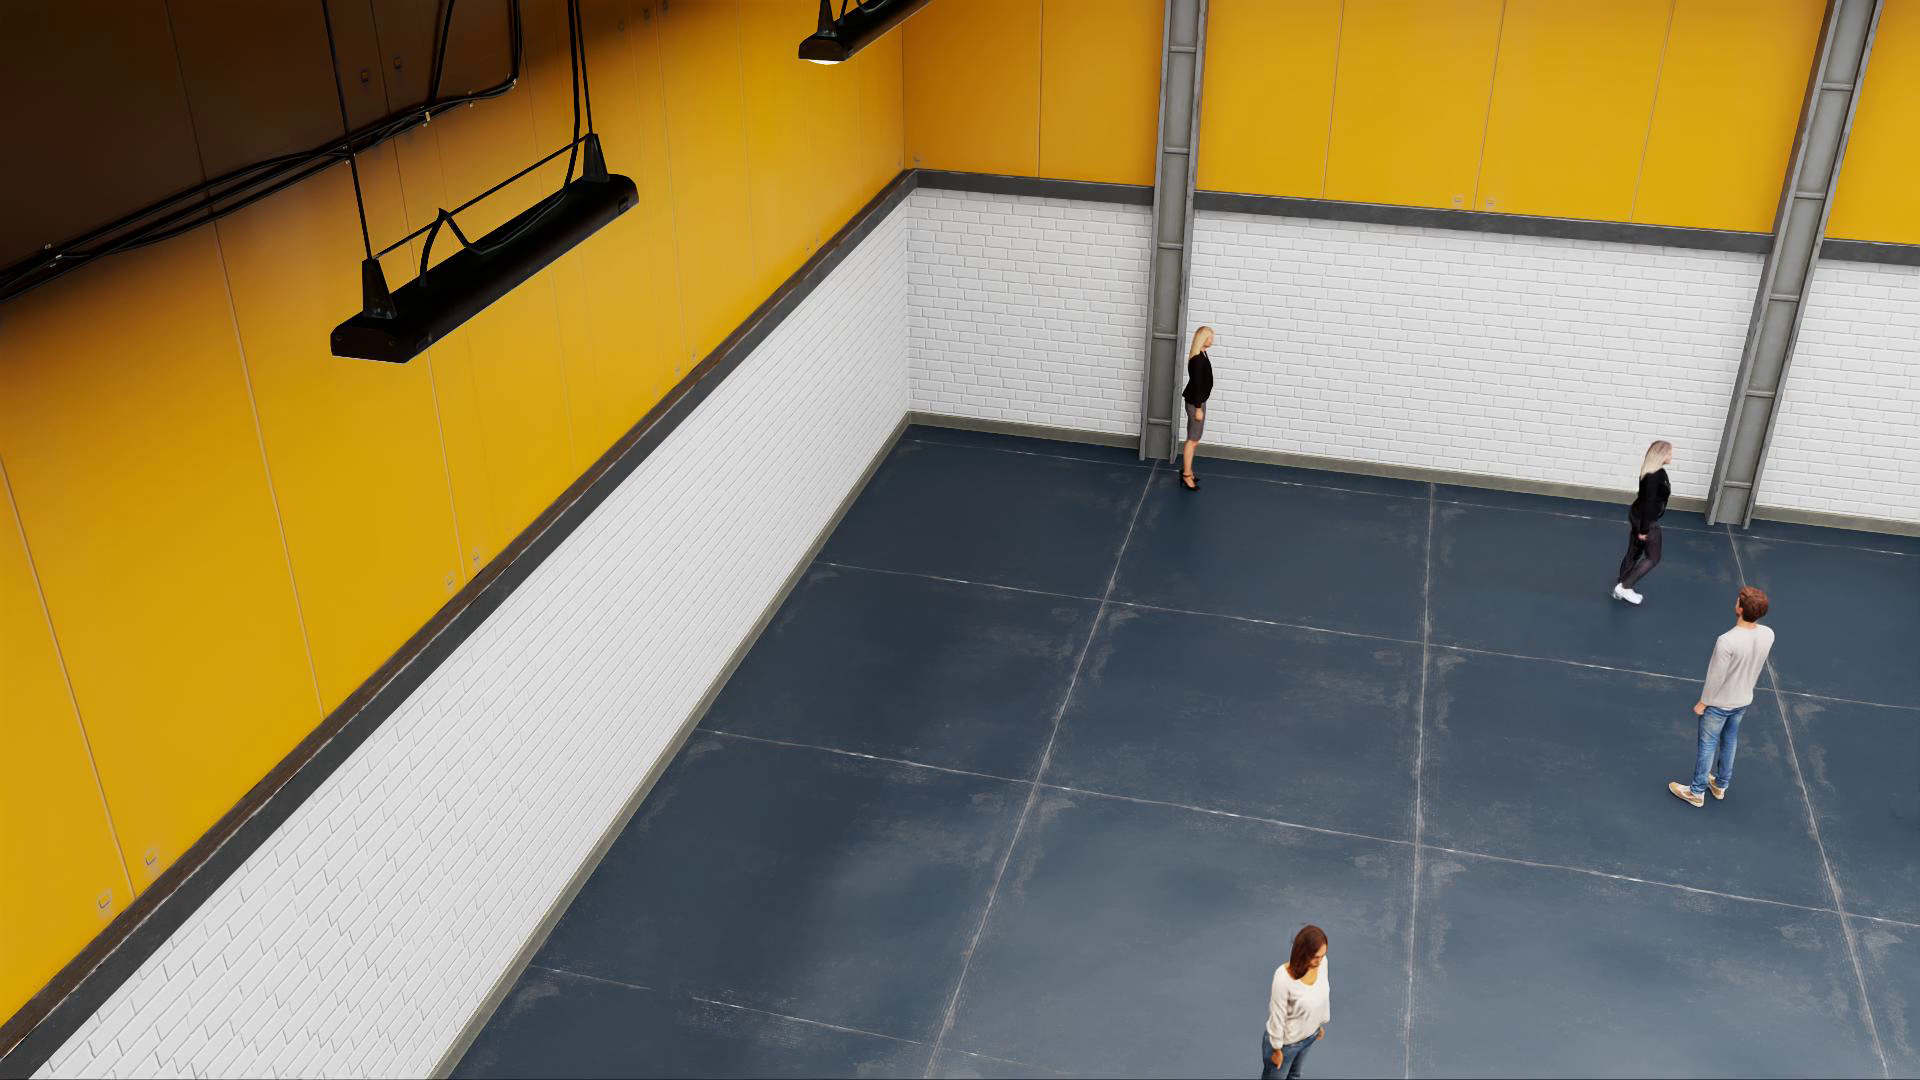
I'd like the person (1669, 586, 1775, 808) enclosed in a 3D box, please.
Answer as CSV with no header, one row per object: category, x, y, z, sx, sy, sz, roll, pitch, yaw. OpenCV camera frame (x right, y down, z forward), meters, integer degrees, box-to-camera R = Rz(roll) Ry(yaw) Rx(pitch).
person,5.933,1.214,12.850,0.724,1.904,0.821,-10,30,-18

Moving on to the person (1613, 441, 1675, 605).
person,6.330,-0.173,15.631,0.577,1.677,0.619,6,29,11

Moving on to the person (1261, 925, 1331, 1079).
person,1.975,2.942,9.919,0.703,1.677,0.732,-21,35,-33

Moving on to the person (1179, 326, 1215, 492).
person,2.504,-1.409,17.726,0.557,1.840,0.620,5,29,9
